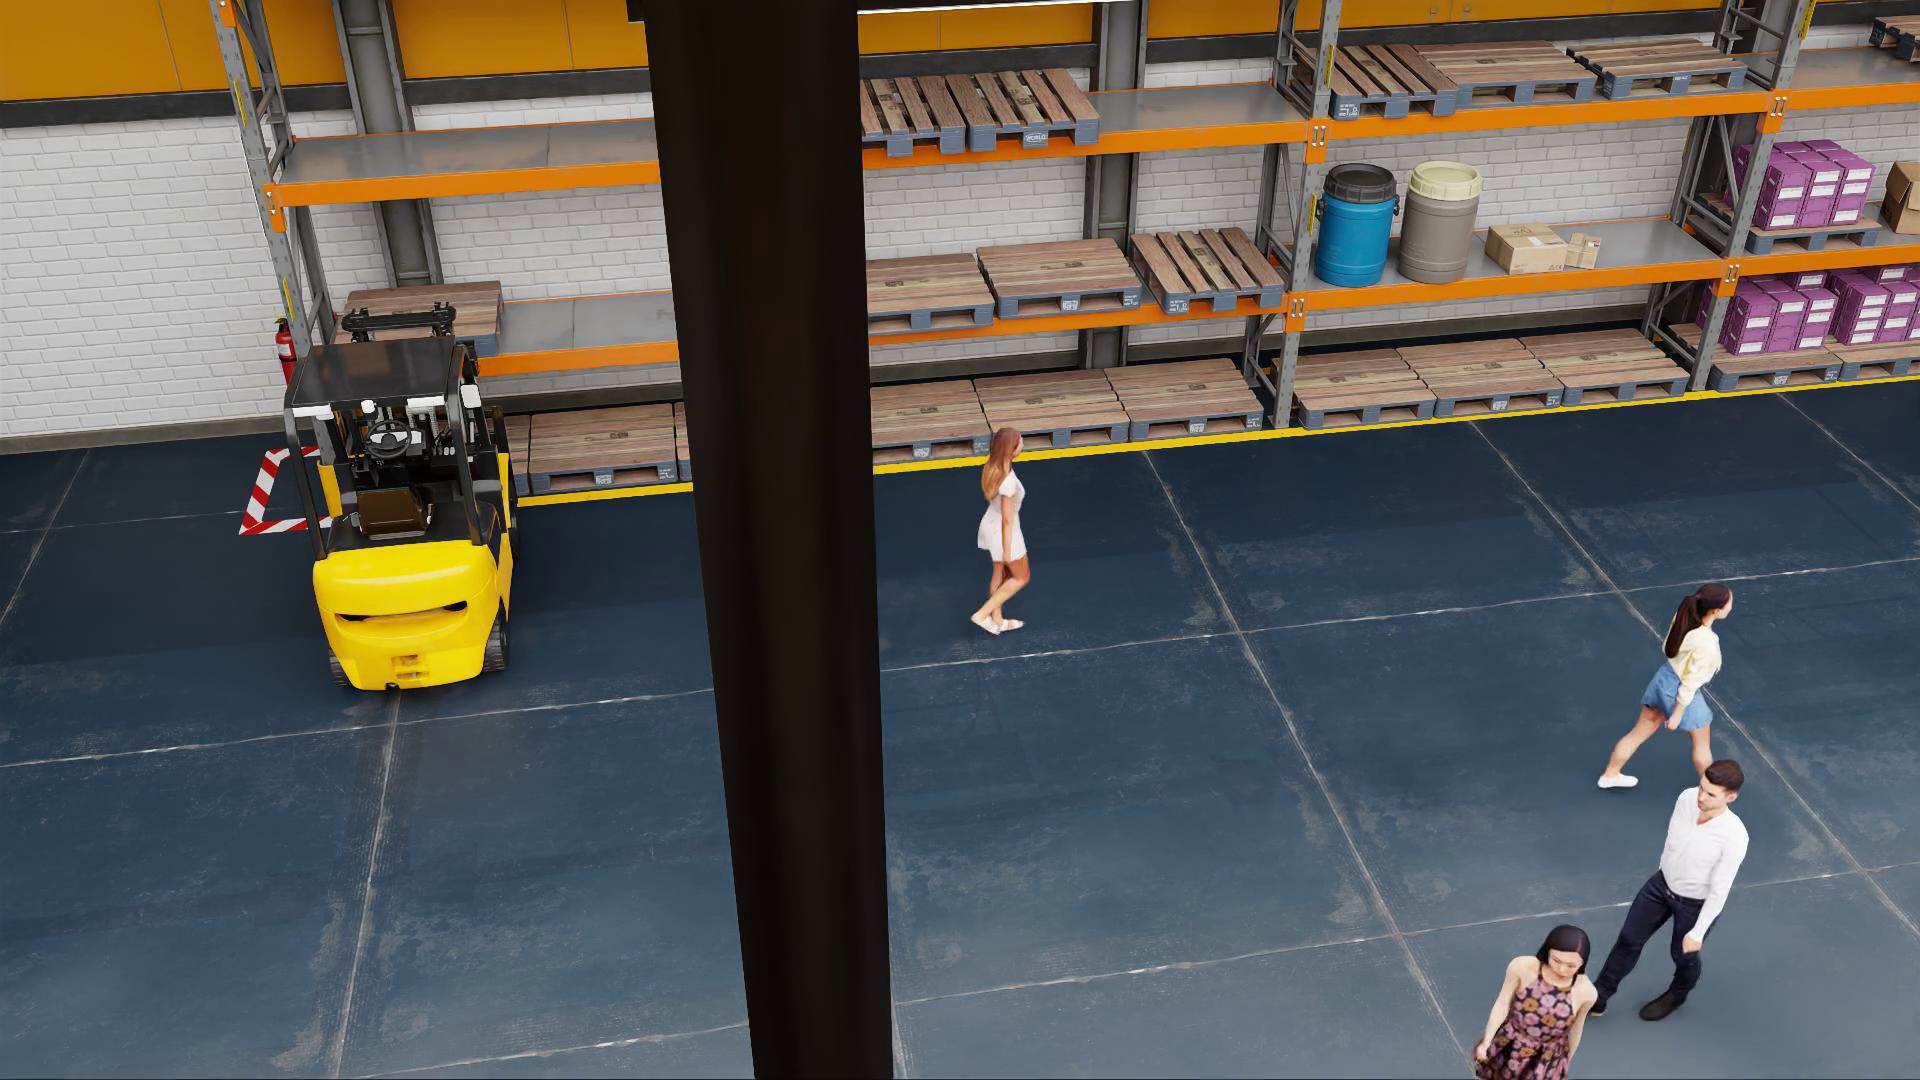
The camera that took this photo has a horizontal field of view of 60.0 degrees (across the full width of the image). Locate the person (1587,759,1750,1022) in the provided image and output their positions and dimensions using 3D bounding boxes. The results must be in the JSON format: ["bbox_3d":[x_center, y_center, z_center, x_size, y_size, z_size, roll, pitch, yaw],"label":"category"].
[{"bbox_3d":[3.886,1.858,8.754,1.078,1.849,0.773,-11,35,-16],"label":"person"}]

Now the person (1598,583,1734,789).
[{"bbox_3d":[4.358,0.973,10.326,1.102,1.581,0.713,-2,34,-3],"label":"person"}]

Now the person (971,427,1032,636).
[{"bbox_3d":[0.221,-0.022,11.729,0.684,1.686,0.620,-10,35,-14],"label":"person"}]

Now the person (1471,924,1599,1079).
[{"bbox_3d":[2.737,2.419,7.997,1.042,1.753,1.034,17,37,24],"label":"person"}]
